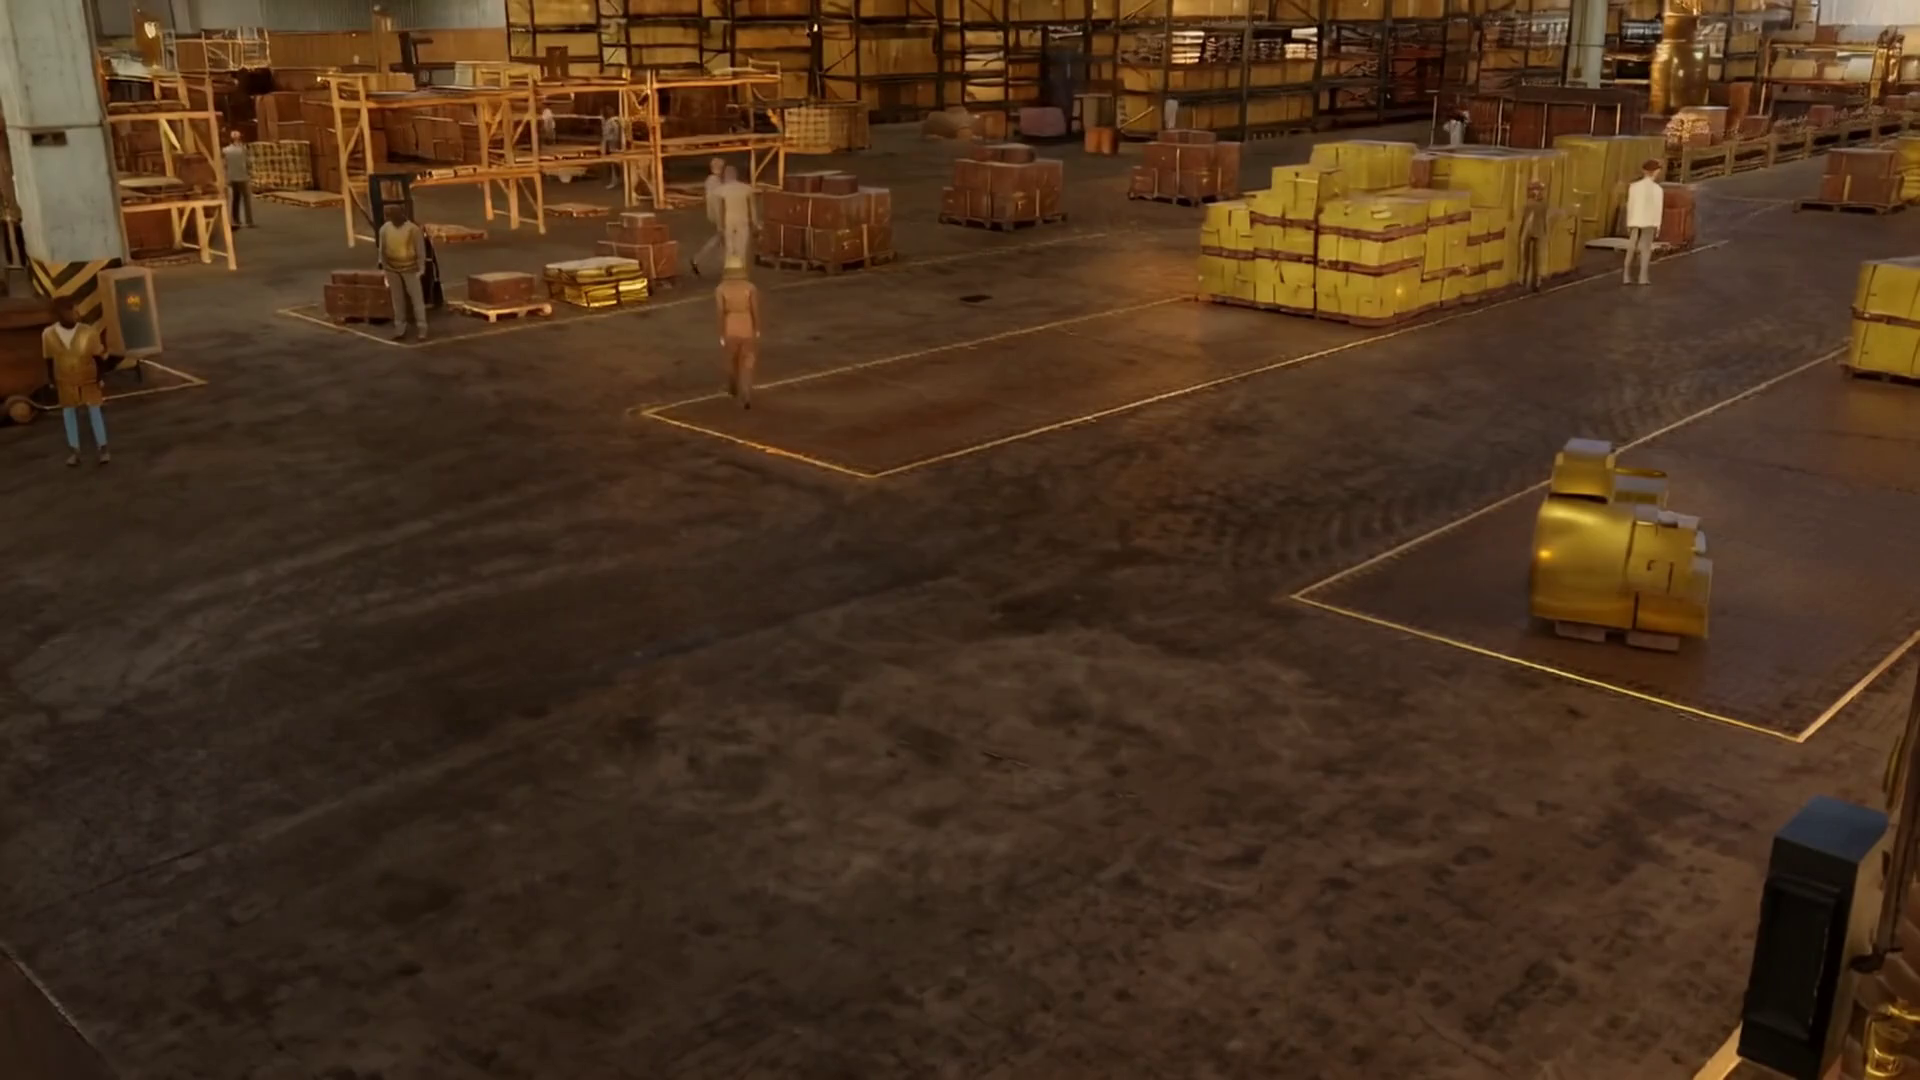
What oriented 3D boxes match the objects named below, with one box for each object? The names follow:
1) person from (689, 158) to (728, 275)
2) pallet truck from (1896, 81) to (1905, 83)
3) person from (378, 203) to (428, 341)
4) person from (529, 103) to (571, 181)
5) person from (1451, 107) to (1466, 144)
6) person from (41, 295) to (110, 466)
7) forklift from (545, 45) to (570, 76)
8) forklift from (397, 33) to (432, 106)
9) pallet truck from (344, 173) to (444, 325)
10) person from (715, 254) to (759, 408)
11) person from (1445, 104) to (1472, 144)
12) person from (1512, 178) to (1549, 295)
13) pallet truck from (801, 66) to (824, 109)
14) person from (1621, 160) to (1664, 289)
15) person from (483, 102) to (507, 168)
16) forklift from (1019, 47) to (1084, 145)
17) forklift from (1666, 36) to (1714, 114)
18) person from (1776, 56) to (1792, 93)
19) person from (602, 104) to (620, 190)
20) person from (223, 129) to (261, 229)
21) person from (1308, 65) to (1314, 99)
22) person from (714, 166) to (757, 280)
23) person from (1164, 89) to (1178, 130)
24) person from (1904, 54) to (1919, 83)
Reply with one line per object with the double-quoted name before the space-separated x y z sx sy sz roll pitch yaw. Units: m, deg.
"person" -4.019 -5.267 27.153 0.723 1.923 0.635 0 18 0
"pallet truck" 34.802 -16.331 61.455 0.653 1.274 1.630 17 25 41
"person" -7.407 -3.553 22.132 0.623 1.835 0.430 1 18 3
"person" -10.009 -9.674 40.494 1.014 1.878 0.568 -2 18 -5
"person" 11.495 -8.976 38.326 0.522 1.925 0.564 9 21 26
"person" -8.690 -1.567 16.352 0.542 1.695 0.316 -5 19 -15
"forklift" -12.476 -14.003 51.971 1.873 2.768 1.129 6 19 17
"forklift" -21.918 -18.662 66.006 1.873 2.768 1.129 -5 19 -14
"pallet truck" -8.209 -4.181 23.757 0.823 1.965 1.885 3 19 9
"person" -2.500 -2.365 18.750 0.484 1.696 0.916 -2 19 -7
"person" 11.655 -9.237 38.924 0.991 2.000 0.697 17 25 42
"person" 8.793 -4.672 25.598 0.533 1.767 0.313 -11 21 -30
"pallet truck" -4.812 -15.182 56.903 0.823 1.965 1.885 -9 21 -26
"person" 10.728 -4.953 26.093 0.392 1.988 0.622 -13 22 -34
"person" -11.559 -9.998 41.406 0.591 1.921 0.392 -1 18 -3
"forklift" 2.765 -13.446 50.293 1.129 2.768 1.873 17 25 41
"forklift" 27.341 -17.291 61.877 1.129 2.768 1.873 17 25 41
"person" 33.162 -18.460 66.871 0.638 1.938 0.357 8 20 24
"person" -8.168 -9.175 38.852 0.367 1.966 0.606 2 18 6
"person" -14.081 -7.059 32.538 0.594 1.925 0.370 7 20 21
"person" 13.043 -16.568 61.329 0.430 1.841 0.624 7 20 20
"person" -3.524 -4.928 26.200 0.648 1.877 0.992 -1 18 -2
"person" 5.897 -11.643 46.463 0.449 1.853 0.552 -7 20 -21
"person" 38.338 -18.545 67.036 0.375 1.997 0.612 -7 20 -20
